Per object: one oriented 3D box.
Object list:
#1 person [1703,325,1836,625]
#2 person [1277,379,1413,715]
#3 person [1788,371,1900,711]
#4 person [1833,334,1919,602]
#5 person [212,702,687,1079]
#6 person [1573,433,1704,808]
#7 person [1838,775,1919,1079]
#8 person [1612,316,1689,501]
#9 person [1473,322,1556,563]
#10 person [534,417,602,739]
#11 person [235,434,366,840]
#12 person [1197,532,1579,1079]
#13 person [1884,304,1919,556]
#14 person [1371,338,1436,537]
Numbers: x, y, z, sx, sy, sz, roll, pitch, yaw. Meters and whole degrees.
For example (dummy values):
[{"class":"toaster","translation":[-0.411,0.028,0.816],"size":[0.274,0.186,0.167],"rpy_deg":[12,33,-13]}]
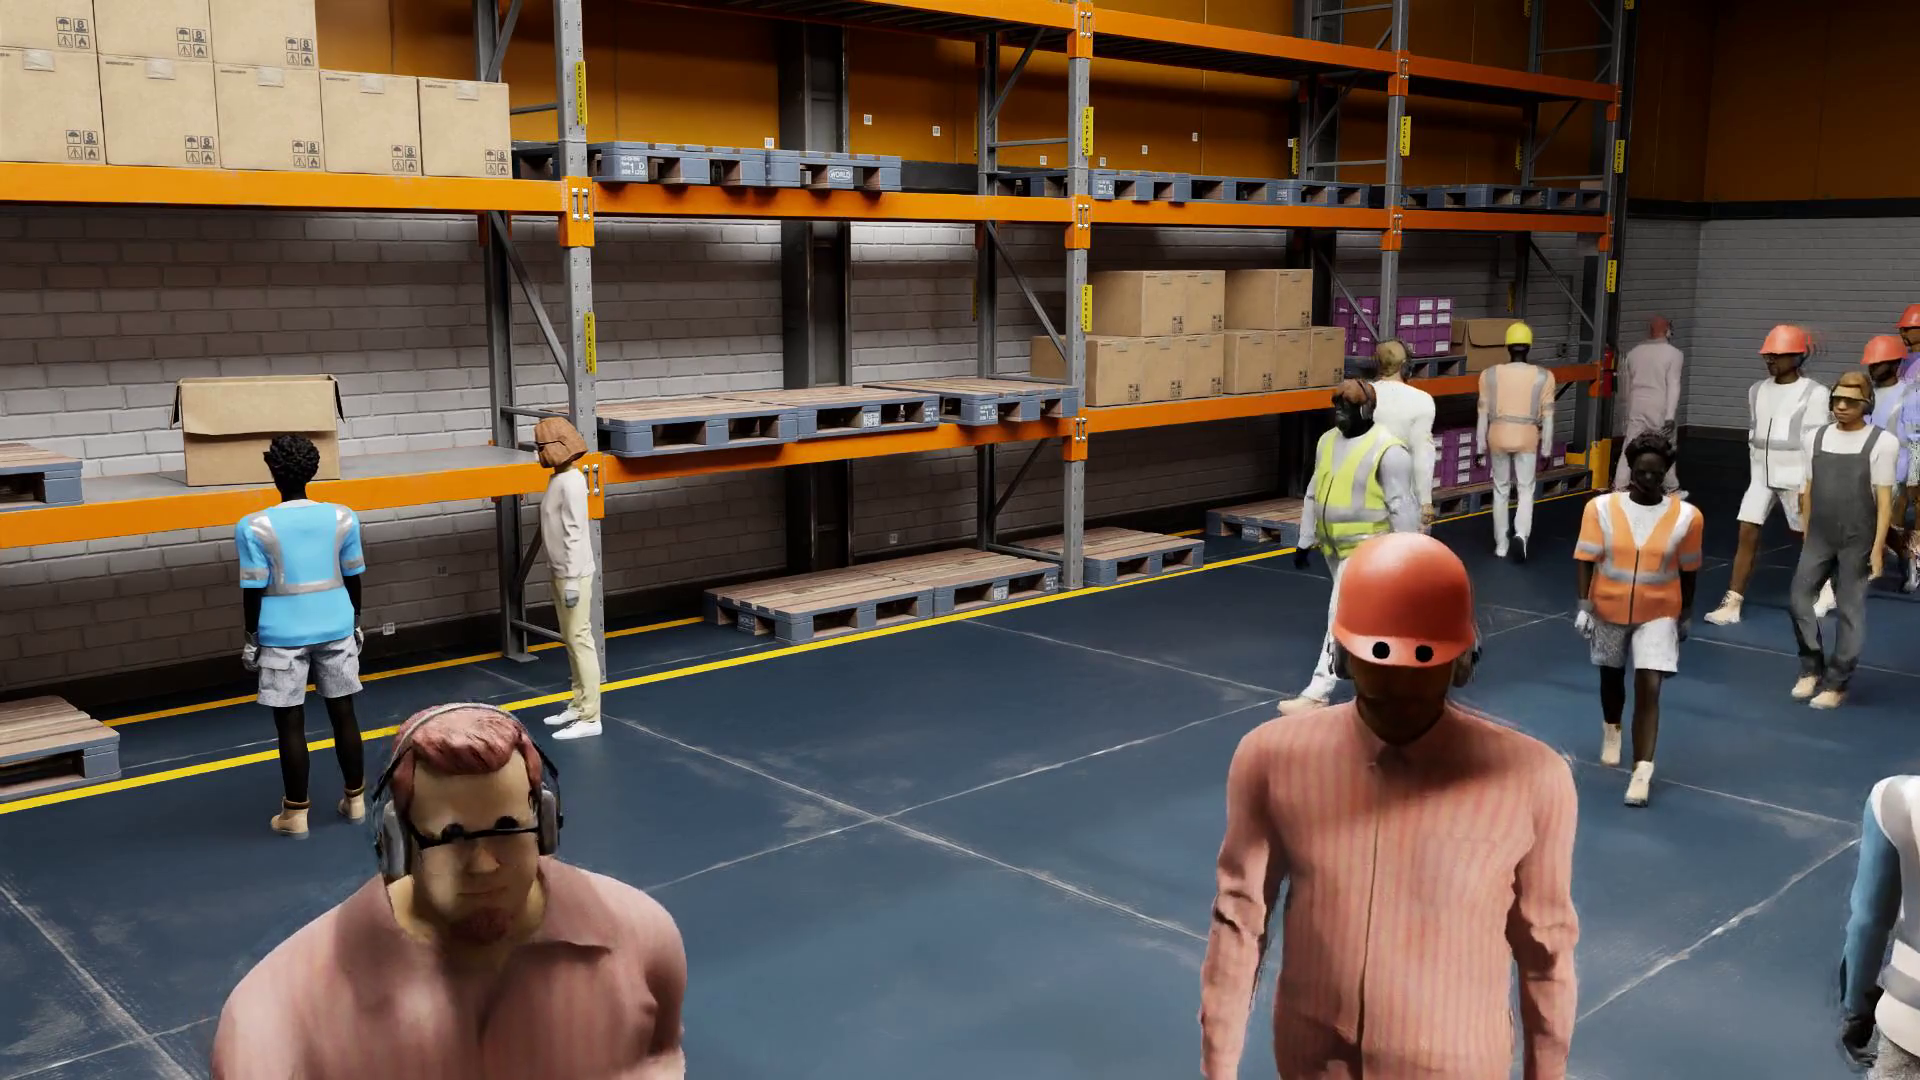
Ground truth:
[{"class":"person","translation":[5.482,-0.430,11.034],"size":[1.082,1.993,0.622],"rpy_deg":[-5,11,-26]},{"class":"person","translation":[2.111,0.030,8.902],"size":[0.975,1.790,0.642],"rpy_deg":[-5,11,-26]},{"class":"person","translation":[4.689,0.017,8.852],"size":[0.416,1.829,0.523],"rpy_deg":[-8,13,-40]},{"class":"person","translation":[6.563,-0.503,11.736],"size":[0.906,1.901,0.546],"rpy_deg":[-3,10,-16]},{"class":"person","translation":[-0.684,1.113,2.337],"size":[0.654,1.866,0.956],"rpy_deg":[-5,11,-25]},{"class":"person","translation":[3.092,0.318,7.625],"size":[0.532,1.650,0.890],"rpy_deg":[5,11,26]},{"class":"person","translation":[2.034,1.052,3.386],"size":[0.616,1.626,0.521],"rpy_deg":[-9,13,-42]},{"class":"person","translation":[6.757,-1.254,16.242],"size":[1.006,1.853,0.658],"rpy_deg":[-6,12,-33]},{"class":"person","translation":[4.401,-0.775,13.269],"size":[0.616,1.921,0.559],"rpy_deg":[4,10,21]},{"class":"person","translation":[-1.996,0.189,8.445],"size":[0.270,1.627,0.503],"rpy_deg":[-4,11,-24]},{"class":"person","translation":[-2.756,0.402,6.992],"size":[0.540,1.695,0.317],"rpy_deg":[-9,13,-43]},{"class":"person","translation":[0.719,0.960,2.906],"size":[0.642,1.969,0.659],"rpy_deg":[4,11,23]},{"class":"person","translation":[7.710,-0.886,13.516],"size":[0.373,2.042,0.614],"rpy_deg":[-1,10,-6]},{"class":"person","translation":[2.670,-0.286,10.335],"size":[0.444,1.929,0.649],"rpy_deg":[-8,13,-40]}]
